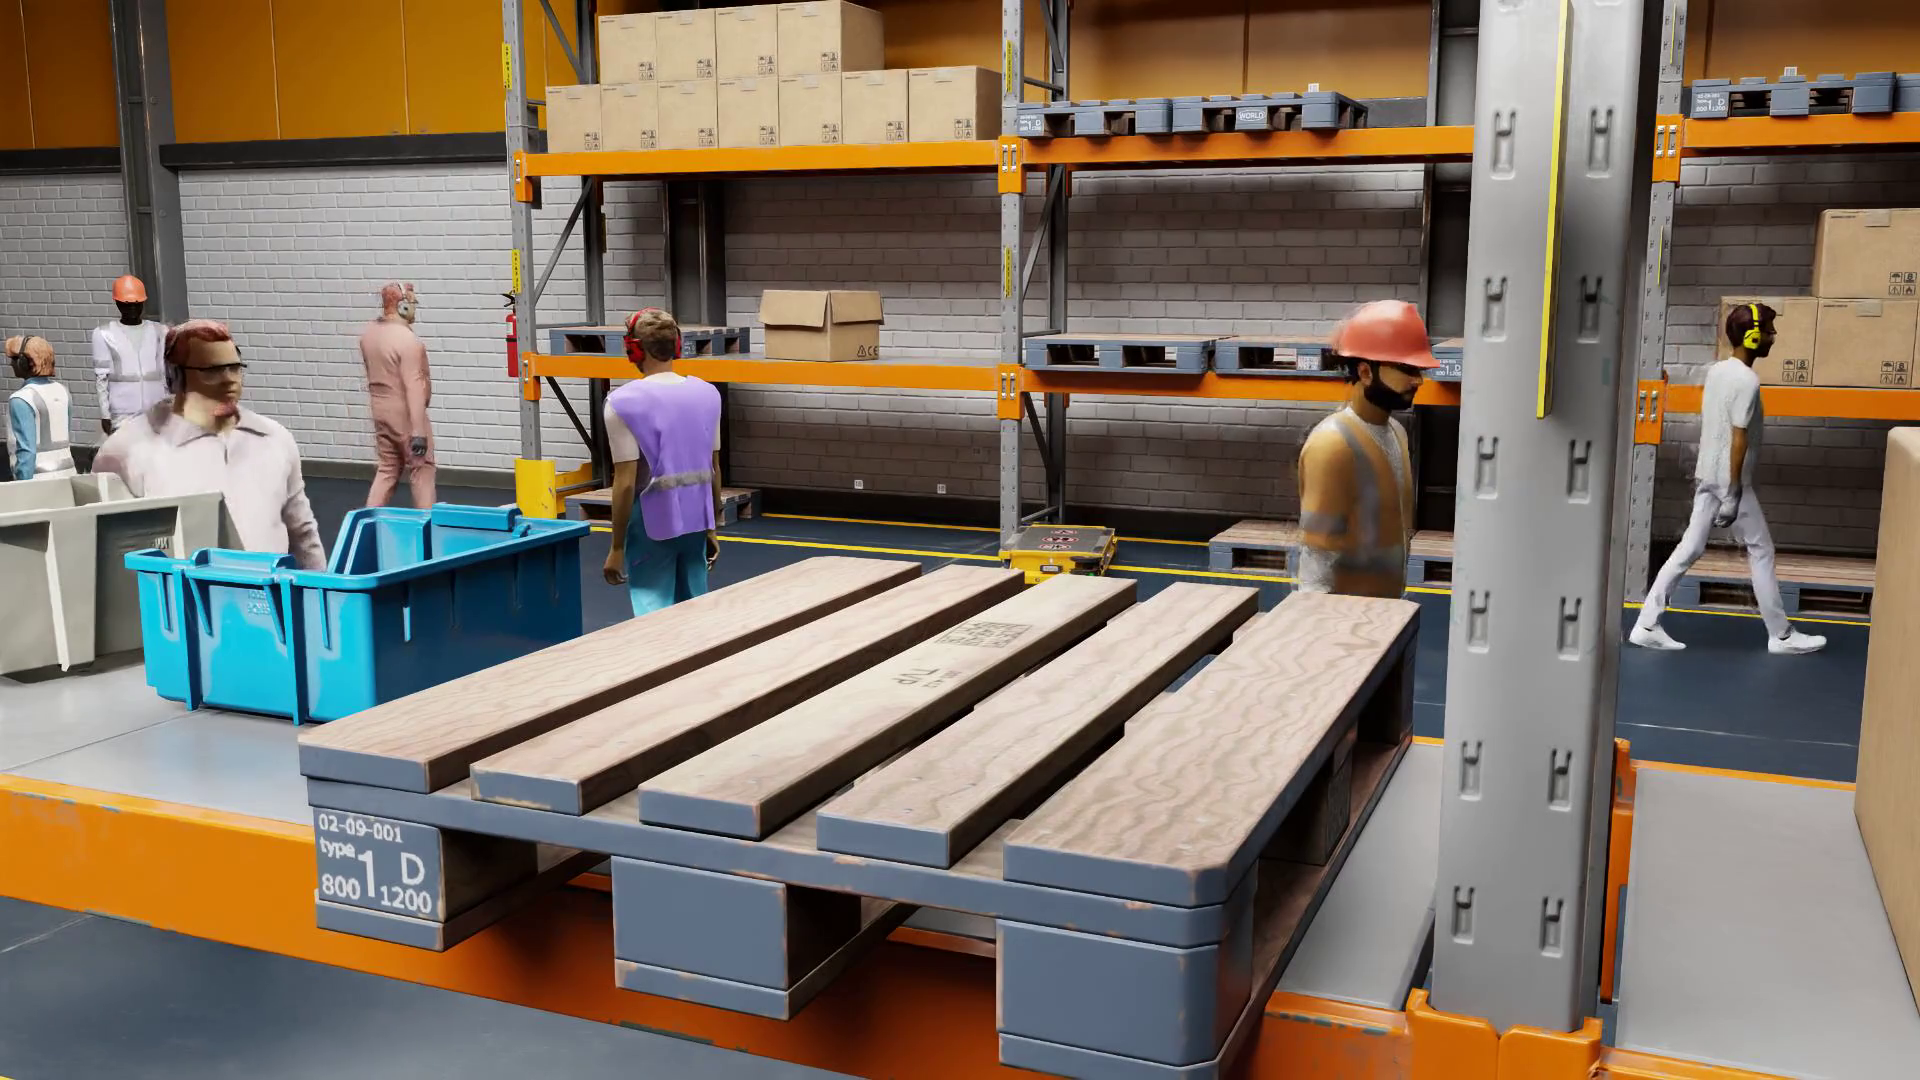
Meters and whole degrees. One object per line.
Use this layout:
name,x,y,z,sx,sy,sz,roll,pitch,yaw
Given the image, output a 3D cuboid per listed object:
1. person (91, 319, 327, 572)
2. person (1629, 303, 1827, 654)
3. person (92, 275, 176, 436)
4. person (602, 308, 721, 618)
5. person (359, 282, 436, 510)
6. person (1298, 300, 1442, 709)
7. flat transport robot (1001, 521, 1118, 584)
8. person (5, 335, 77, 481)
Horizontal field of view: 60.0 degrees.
person,-2.260,0.256,5.096,0.985,1.862,0.661,6,11,31
person,3.976,-0.305,8.568,0.980,1.823,0.512,-1,9,-3
person,-6.064,-0.979,12.281,0.543,1.932,0.382,-8,12,-39
person,-1.179,-0.010,6.726,0.375,1.840,0.570,8,12,38
person,-3.912,-0.837,11.615,0.680,1.926,0.587,8,12,39
person,1.166,0.233,5.048,0.687,1.919,0.564,7,12,36
flat transport robot,0.657,0.076,10.909,0.652,0.197,1.431,2,10,10
person,-4.911,-0.277,8.930,0.308,1.641,0.511,-1,10,-4
